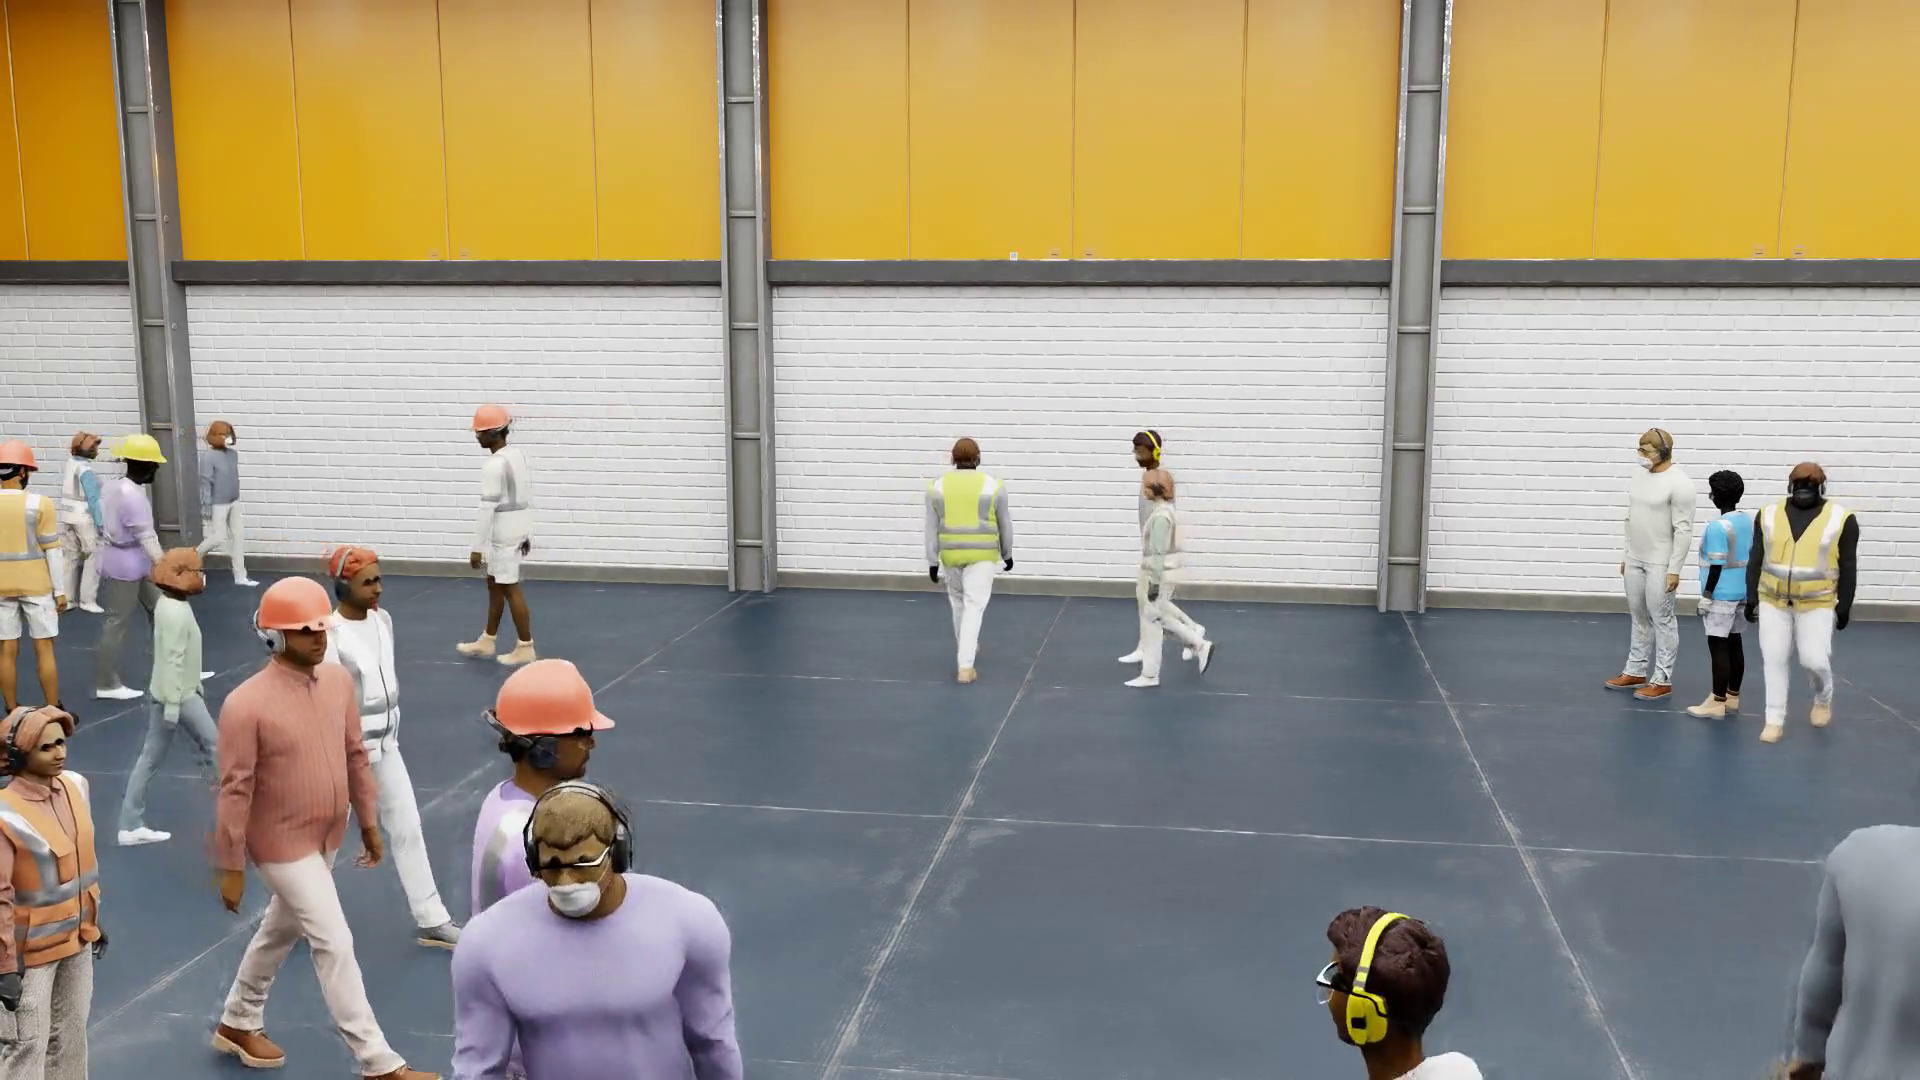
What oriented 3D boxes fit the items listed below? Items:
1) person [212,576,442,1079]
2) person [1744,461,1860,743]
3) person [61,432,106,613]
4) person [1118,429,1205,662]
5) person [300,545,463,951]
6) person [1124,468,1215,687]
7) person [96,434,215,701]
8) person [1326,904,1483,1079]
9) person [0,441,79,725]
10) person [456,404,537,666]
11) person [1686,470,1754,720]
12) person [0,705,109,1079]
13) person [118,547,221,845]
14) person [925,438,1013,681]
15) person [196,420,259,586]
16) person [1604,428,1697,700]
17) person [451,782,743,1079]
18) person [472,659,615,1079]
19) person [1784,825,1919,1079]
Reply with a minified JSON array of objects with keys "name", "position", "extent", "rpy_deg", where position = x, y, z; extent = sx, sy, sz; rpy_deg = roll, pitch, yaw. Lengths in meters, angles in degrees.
[{"name":"person","position":[-2.428,1.084,6.138],"extent":[1.063,1.942,0.629],"rpy_deg":[3,10,16]},{"name":"person","position":[5.424,0.389,10.750],"extent":[0.640,1.827,0.546],"rpy_deg":[8,12,40]},{"name":"person","position":[-7.799,-0.144,14.744],"extent":[0.381,1.602,0.579],"rpy_deg":[-9,13,-44]},{"name":"person","position":[1.560,0.063,12.724],"extent":[0.580,1.846,0.591],"rpy_deg":[-2,9,-14]},{"name":"person","position":[-2.696,0.931,7.404],"extent":[1.001,1.837,0.595],"rpy_deg":[3,10,16]},{"name":"person","position":[1.530,0.283,12.068],"extent":[0.587,1.619,0.514],"rpy_deg":[1,9,7]},{"name":"person","position":[-5.742,0.193,11.782],"extent":[0.896,1.881,0.593],"rpy_deg":[-4,10,-25]},{"name":"person","position":[0.742,1.602,3.228],"extent":[0.643,1.850,0.512],"rpy_deg":[7,11,35]},{"name":"person","position":[-6.143,0.315,10.904],"extent":[0.543,1.927,0.383],"rpy_deg":[-1,9,-6]},{"name":"person","position":[-3.615,-0.023,12.681],"extent":[0.777,2.021,0.641],"rpy_deg":[1,9,3]},{"name":"person","position":[5.176,0.370,11.280],"extent":[0.529,1.694,0.321],"rpy_deg":[-8,12,-41]},{"name":"person","position":[-2.995,1.341,5.460],"extent":[0.308,1.638,0.522],"rpy_deg":[1,9,5]},{"name":"person","position":[-4.089,0.819,8.841],"extent":[0.867,1.573,0.514],"rpy_deg":[-6,11,-31]},{"name":"person","position":[0.072,0.126,12.511],"extent":[0.624,1.792,0.974],"rpy_deg":[3,10,16]},{"name":"person","position":[-7.122,-0.347,15.959],"extent":[0.632,1.616,0.508],"rpy_deg":[2,9,13]},{"name":"person","position":[4.918,0.165,11.812],"extent":[0.372,1.934,0.627],"rpy_deg":[-2,9,-14]},{"name":"person","position":[-0.839,1.478,3.825],"extent":[0.640,1.894,0.928],"rpy_deg":[0,9,-1]},{"name":"person","position":[-1.227,1.313,4.563],"extent":[1.040,2.000,0.611],"rpy_deg":[-2,9,-14]},{"name":"person","position":[2.327,1.417,4.173],"extent":[0.595,1.907,0.652],"rpy_deg":[-2,9,-11]}]
